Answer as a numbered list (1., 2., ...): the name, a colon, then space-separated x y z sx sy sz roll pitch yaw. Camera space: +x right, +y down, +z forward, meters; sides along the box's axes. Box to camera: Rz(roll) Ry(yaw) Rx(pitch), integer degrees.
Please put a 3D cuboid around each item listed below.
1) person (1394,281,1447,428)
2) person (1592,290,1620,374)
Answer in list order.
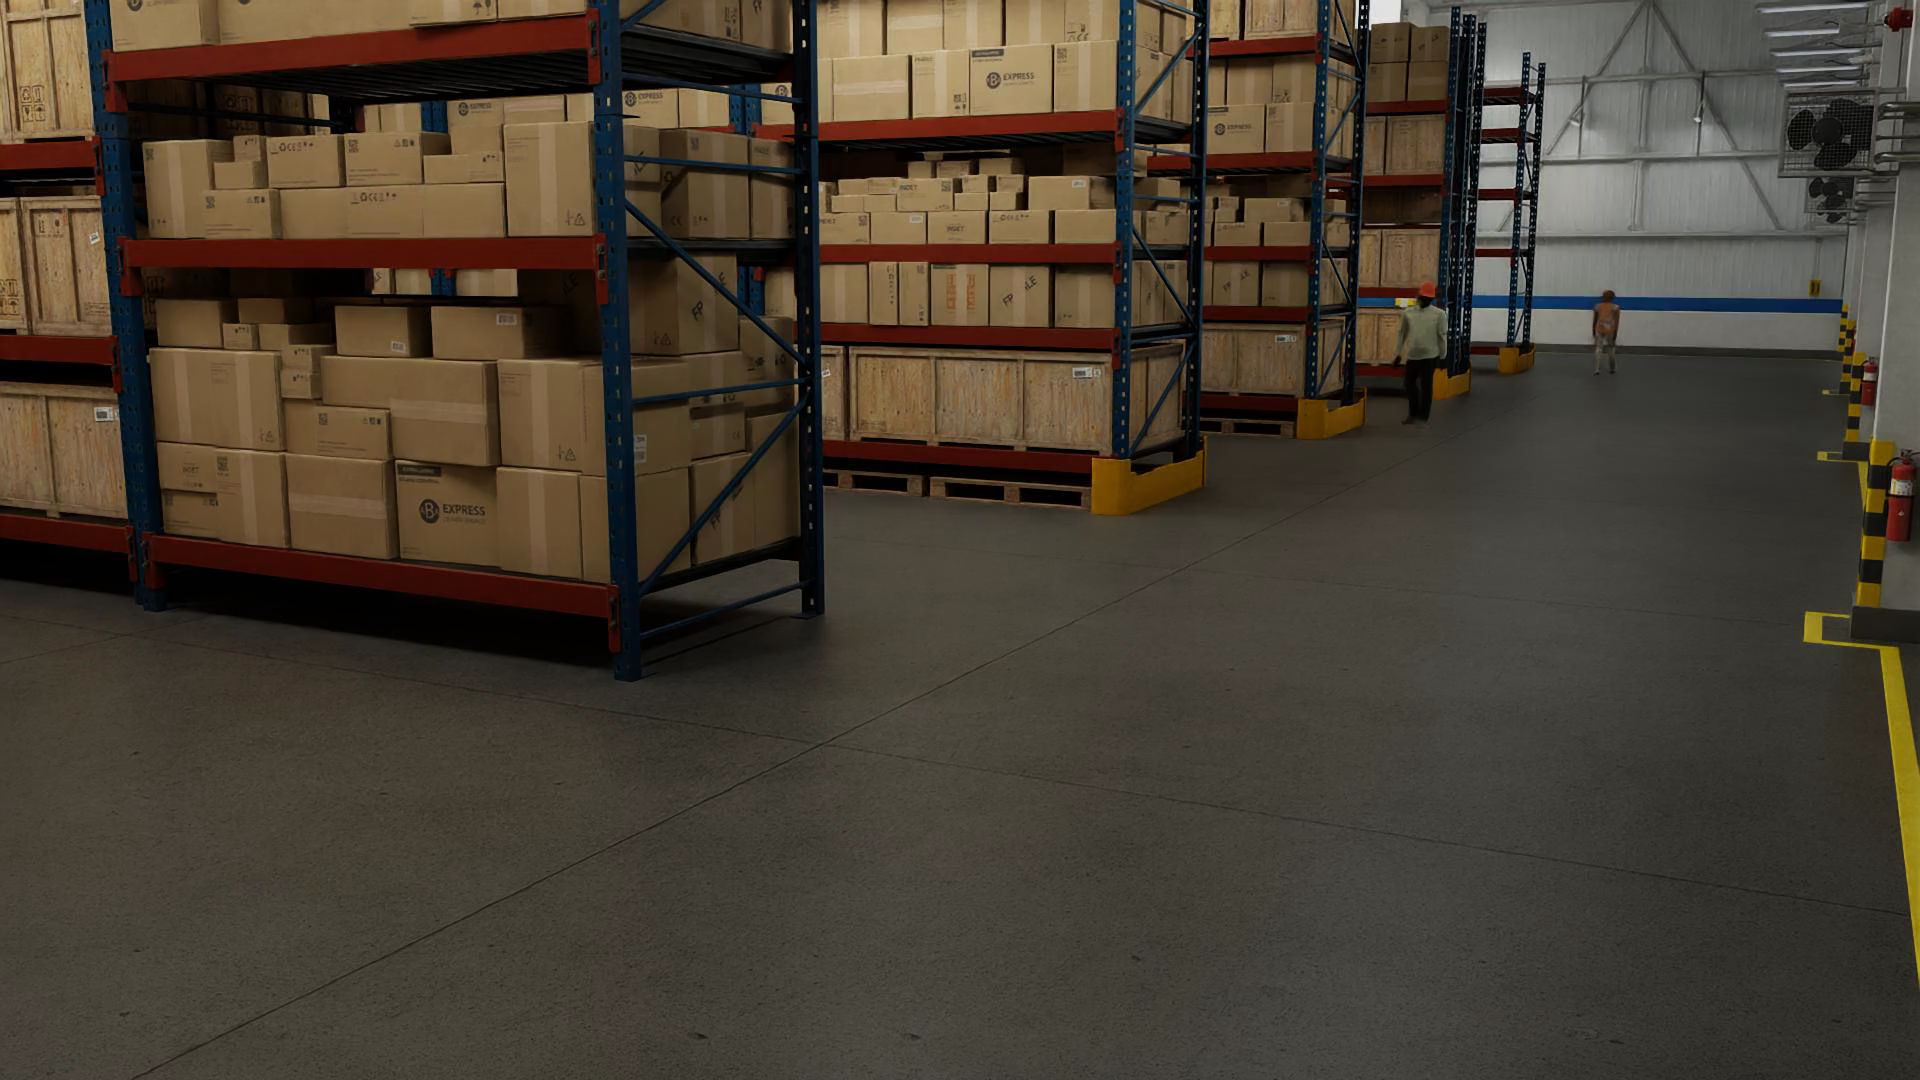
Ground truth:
1. person: 6.203 -2.474 22.241 0.671 1.958 0.701 7 12 36
2. person: 12.498 -4.011 32.154 0.531 1.601 0.816 7 12 35
